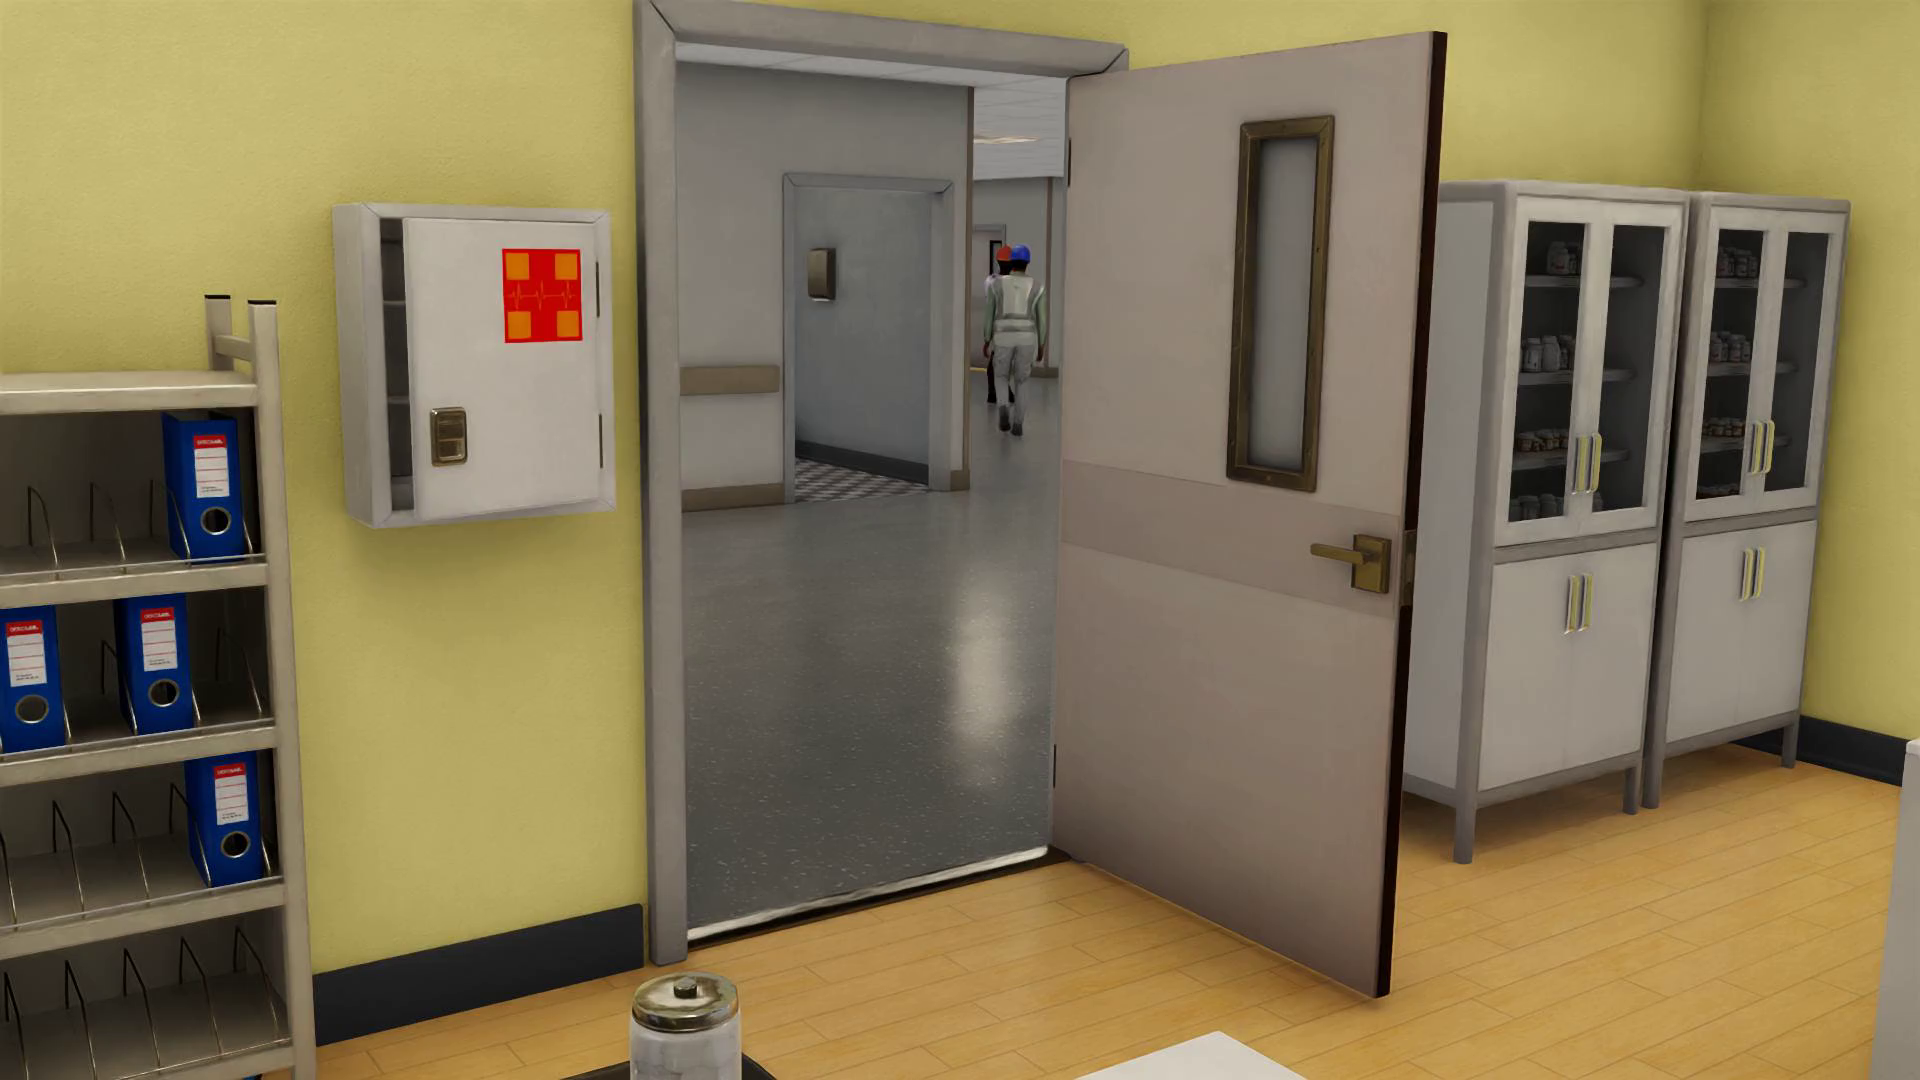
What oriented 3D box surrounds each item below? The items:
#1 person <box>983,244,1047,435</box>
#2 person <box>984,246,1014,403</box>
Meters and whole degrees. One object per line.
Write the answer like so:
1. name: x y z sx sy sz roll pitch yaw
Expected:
1. person: 0.556 -2.008 16.747 0.651 1.923 0.543 1 10 2
2. person: 0.552 -2.663 20.630 0.551 1.937 0.357 -7 12 -39
